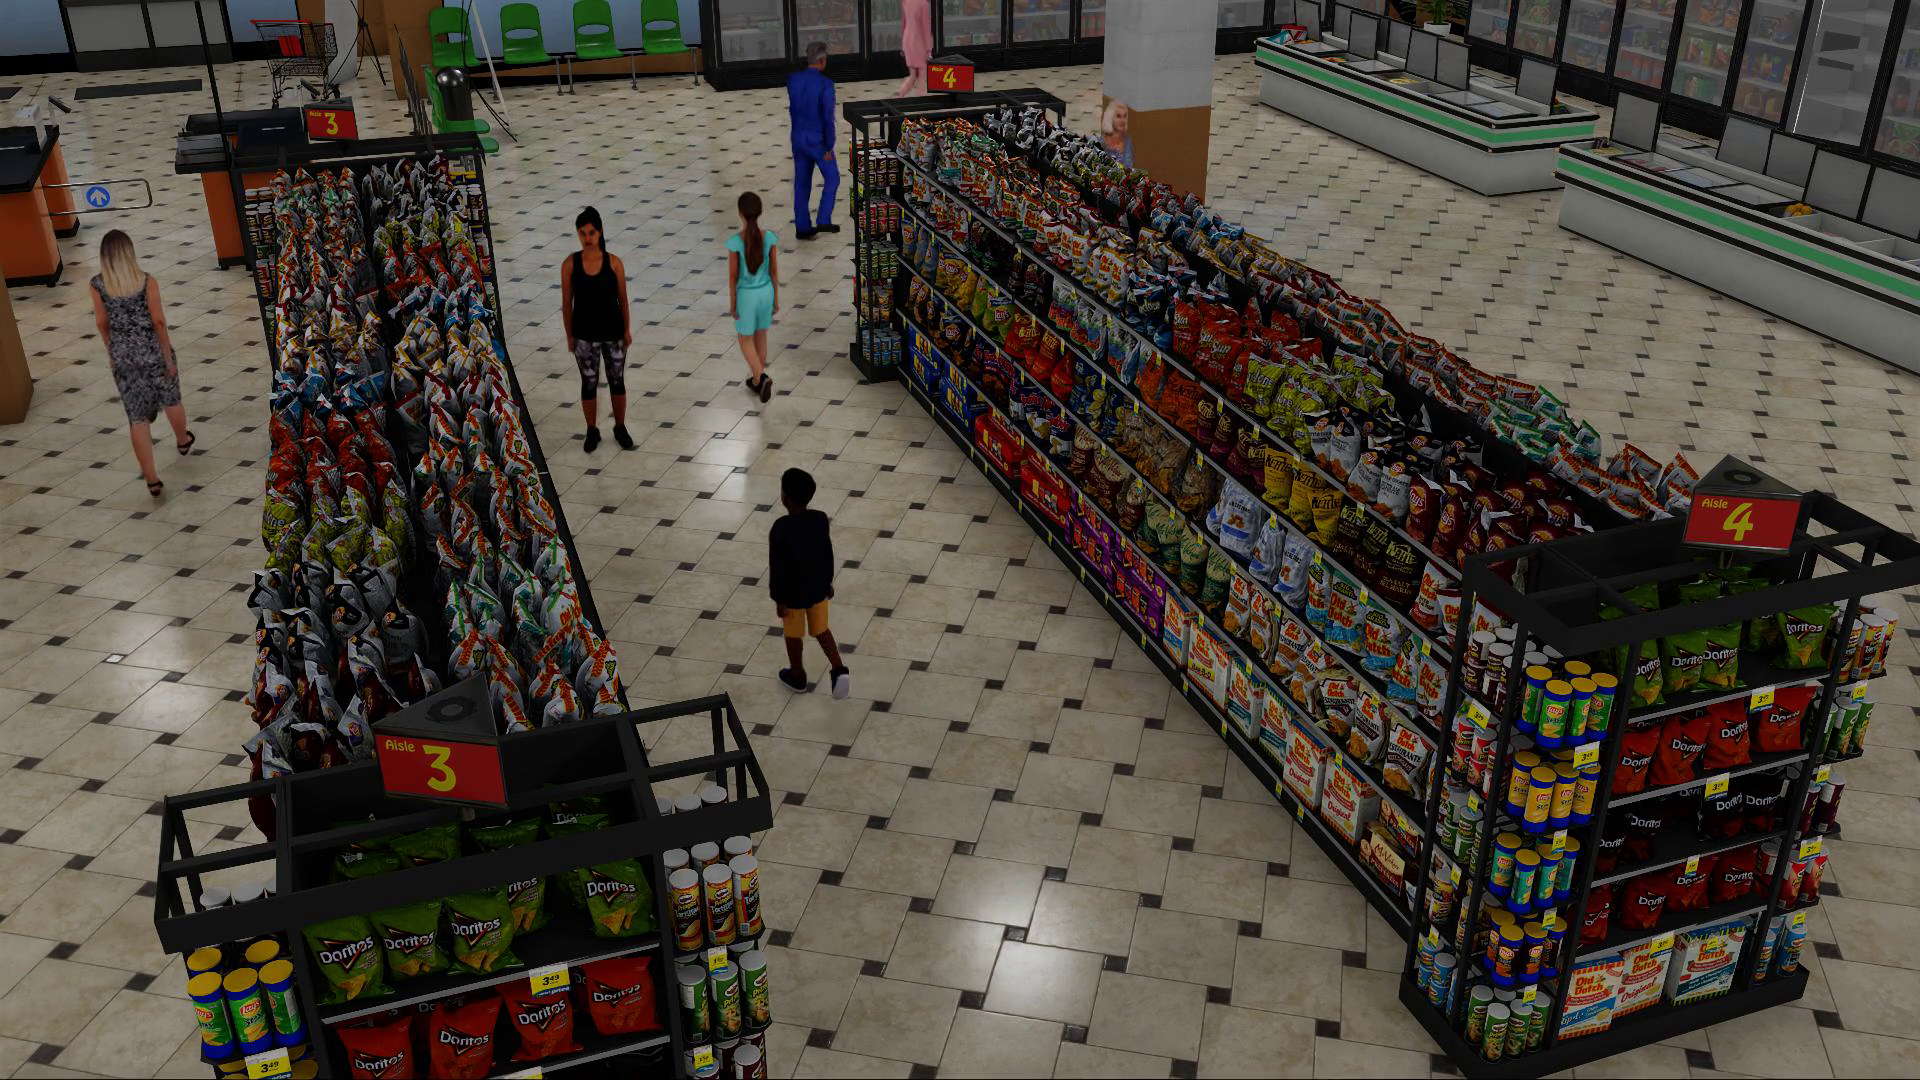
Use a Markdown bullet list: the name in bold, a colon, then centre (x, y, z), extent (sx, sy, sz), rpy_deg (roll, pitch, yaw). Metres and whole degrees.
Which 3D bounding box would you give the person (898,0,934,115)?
- **person**: centre (-0.580, -5.806, 19.727), extent (0.888, 1.785, 0.903), rpy_deg (23, 35, 37)

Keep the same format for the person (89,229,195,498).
- **person**: centre (-5.220, -1.075, 10.547), extent (0.692, 1.652, 1.157), rpy_deg (-5, 27, -11)

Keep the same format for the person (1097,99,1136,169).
- **person**: centre (1.226, -2.831, 13.943), extent (0.680, 1.712, 0.780), rpy_deg (-19, 33, -33)

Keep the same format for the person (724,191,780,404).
- **person**: centre (-1.460, -1.712, 11.922), extent (0.576, 1.544, 0.900), rpy_deg (-11, 29, -21)

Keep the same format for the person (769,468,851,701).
- **person**: centre (-0.760, 0.253, 8.362), extent (0.665, 1.258, 0.830), rpy_deg (-21, 34, -35)

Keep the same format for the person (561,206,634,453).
- **person**: centre (-2.432, -1.415, 11.205), extent (0.598, 1.663, 0.521), rpy_deg (-7, 28, -13)

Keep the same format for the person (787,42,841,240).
- **person**: centre (-1.454, -3.687, 15.533), extent (0.861, 1.800, 0.932), rpy_deg (14, 30, 25)
